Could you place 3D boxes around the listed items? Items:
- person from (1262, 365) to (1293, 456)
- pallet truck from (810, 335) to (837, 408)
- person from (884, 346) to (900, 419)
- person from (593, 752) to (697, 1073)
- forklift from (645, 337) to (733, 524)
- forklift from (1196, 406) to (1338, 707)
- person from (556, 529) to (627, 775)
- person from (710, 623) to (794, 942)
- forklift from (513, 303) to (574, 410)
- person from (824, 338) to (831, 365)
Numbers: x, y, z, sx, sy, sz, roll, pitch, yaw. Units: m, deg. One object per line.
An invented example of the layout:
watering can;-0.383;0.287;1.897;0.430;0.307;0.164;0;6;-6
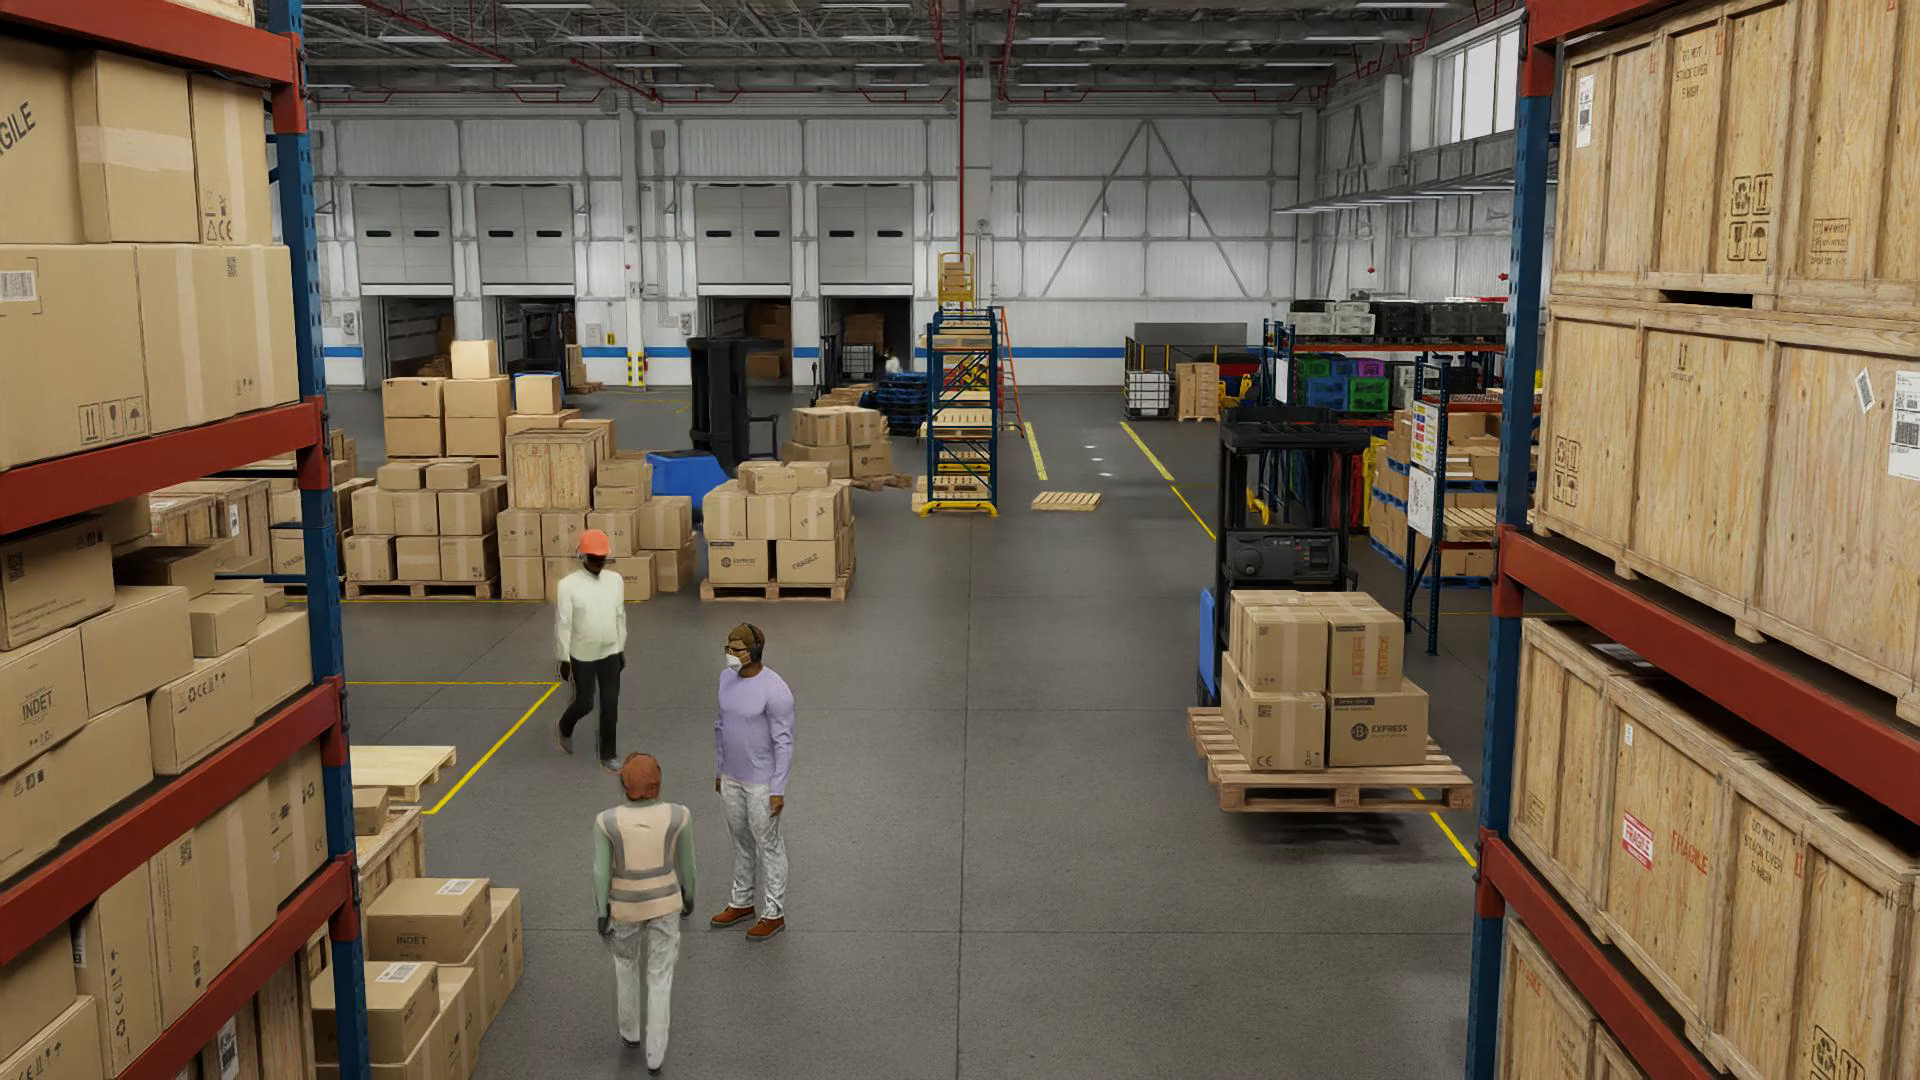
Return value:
person;6.436;-2.650;33.817;0.831;1.902;0.568;-1;10;-6
pallet truck;-3.021;-4.312;43.126;1.885;1.965;0.823;3;10;17
person;-1.686;-3.645;39.509;0.691;1.912;0.627;-5;11;-27
person;-1.614;1.868;8.549;0.530;1.610;0.644;-2;10;-13
forklift;-3.817;-1.683;25.412;1.873;2.768;1.129;-6;12;-31
forklift;2.693;0.251;14.255;1.129;2.768;1.873;0;10;1
person;-2.957;0.871;13.282;0.632;1.973;0.689;-9;13;-43
person;-1.263;1.448;10.062;0.627;1.941;0.371;9;13;42
forklift;-10.722;-4.664;42.608;1.129;2.768;1.873;0;10;1
person;-3.829;-5.098;48.692;0.309;1.639;0.514;0;10;2
